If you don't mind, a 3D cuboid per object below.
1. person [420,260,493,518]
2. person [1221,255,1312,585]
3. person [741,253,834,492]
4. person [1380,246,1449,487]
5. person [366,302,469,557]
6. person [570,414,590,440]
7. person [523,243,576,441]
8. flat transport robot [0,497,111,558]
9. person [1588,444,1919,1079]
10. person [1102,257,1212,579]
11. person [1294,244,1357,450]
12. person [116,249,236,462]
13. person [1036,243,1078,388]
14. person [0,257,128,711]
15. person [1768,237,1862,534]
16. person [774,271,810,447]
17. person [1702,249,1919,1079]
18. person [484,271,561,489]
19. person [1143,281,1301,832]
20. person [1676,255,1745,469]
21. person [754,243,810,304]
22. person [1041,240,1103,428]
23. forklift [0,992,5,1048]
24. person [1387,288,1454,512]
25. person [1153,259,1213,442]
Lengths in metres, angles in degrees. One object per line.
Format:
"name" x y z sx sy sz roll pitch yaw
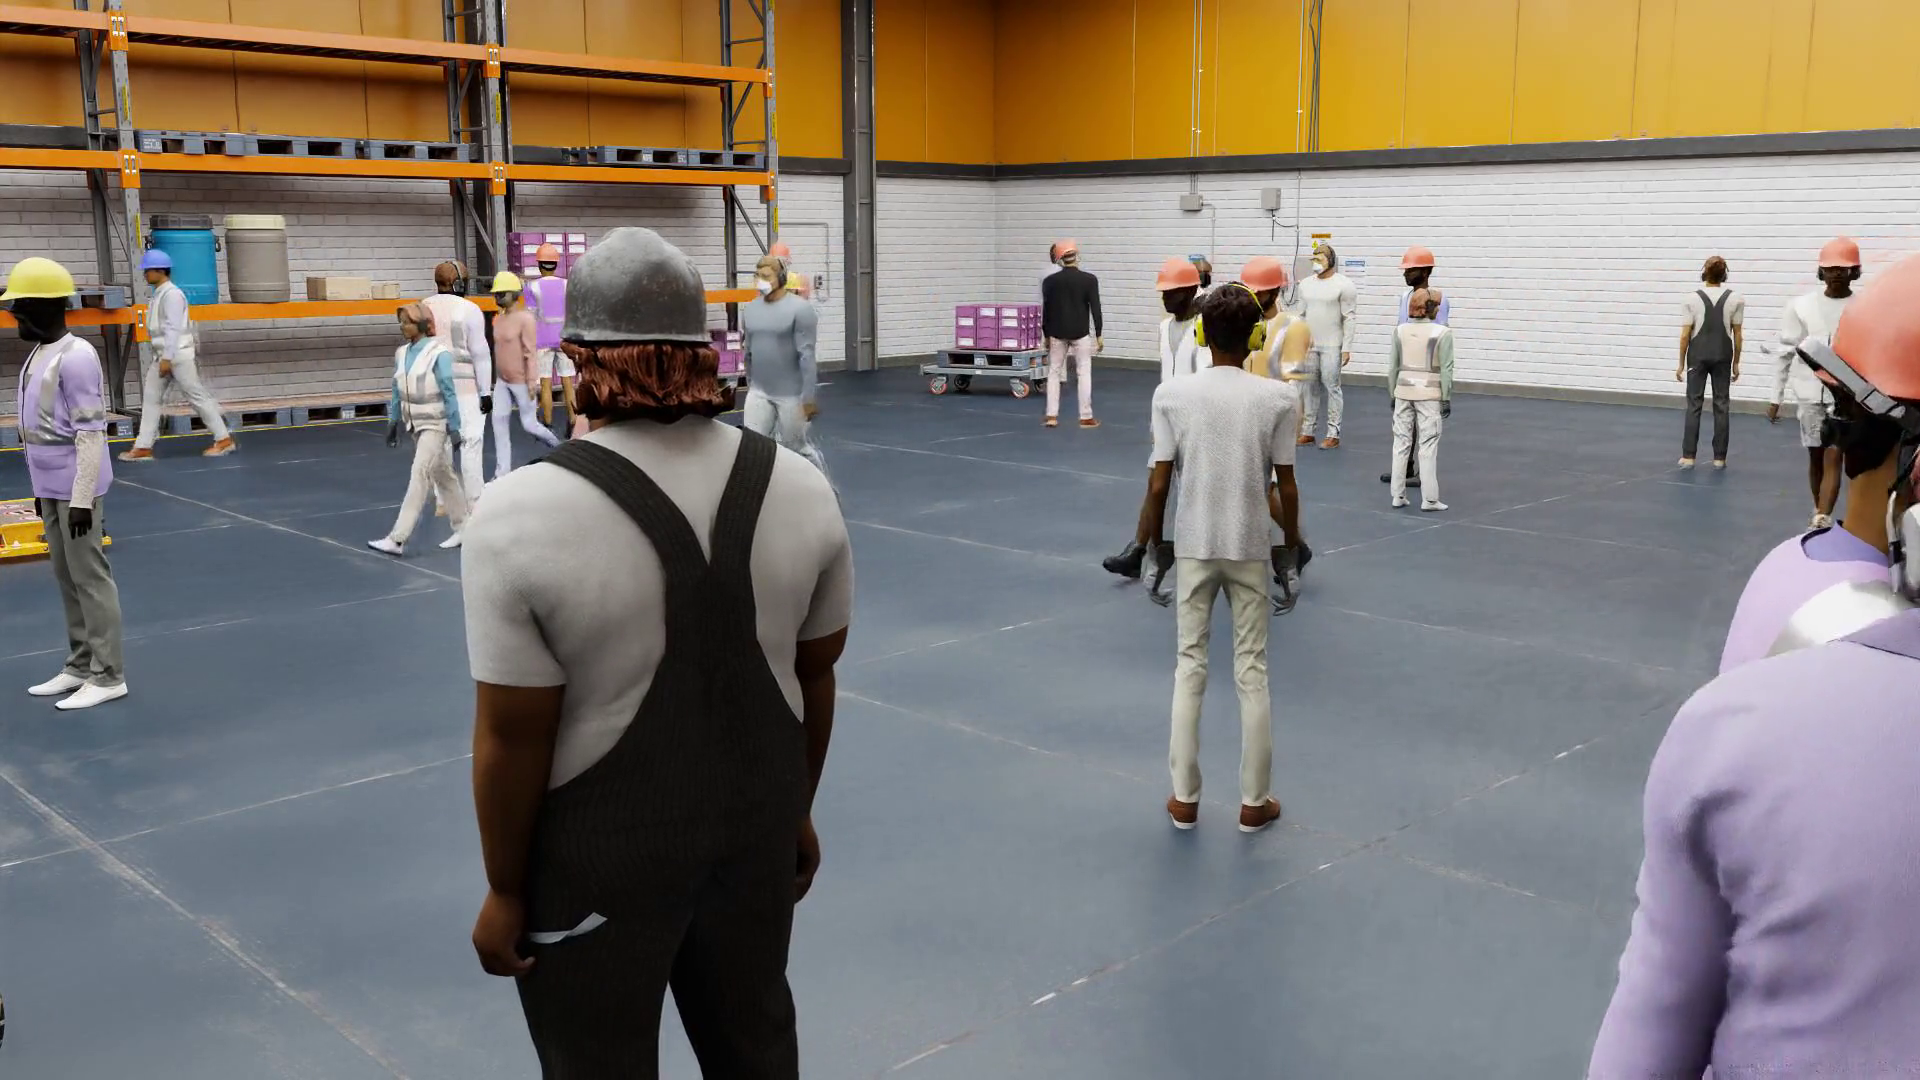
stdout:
"person" -3.604 -1.073 11.938 0.628 1.843 0.429 4 11 23
"person" 1.766 -0.656 9.466 0.535 1.913 0.562 -7 12 -34
"person" -1.221 -1.026 11.517 0.637 1.909 0.916 6 12 29
"person" 3.671 -1.395 13.432 0.367 1.935 0.552 -4 11 -23
"person" -3.456 -0.695 10.529 0.536 1.589 0.856 9 14 40
"person" -3.083 -1.603 14.795 0.989 1.857 0.663 -7 12 -33
"person" -4.025 -1.939 16.392 0.542 1.939 0.362 -6 12 -30
"flat transport robot" -6.170 -0.100 10.916 0.652 0.197 1.431 -10 15 -44
"person" 1.027 0.783 1.724 0.767 1.873 0.487 6 12 30
"person" 1.272 -0.686 9.698 0.969 1.884 0.558 -8 13 -39
"person" 3.444 -1.830 15.800 0.354 1.938 0.635 -10 14 -44
"person" -7.101 -1.668 15.028 0.610 1.903 0.993 10 15 44
"person" 1.275 -2.986 22.166 0.670 1.913 0.697 -7 13 -35
"person" -3.853 -0.238 7.152 0.588 1.927 0.366 10 14 44
"person" 5.546 -0.926 10.690 0.634 1.997 1.020 9 13 39
"person" -1.399 -1.290 13.393 0.379 1.731 0.503 -2 11 -11
"person" 1.155 0.677 1.925 0.758 2.017 0.613 5 11 24
"person" -3.537 -1.299 13.438 0.530 1.737 0.757 8 13 36
"person" 0.892 0.066 5.657 0.534 1.868 0.309 2 11 12
"person" 6.500 -1.534 14.438 0.506 1.847 0.346 3 11 18
"person" -1.951 -2.238 18.034 0.648 1.936 1.047 3 11 13
"person" 1.172 -2.145 17.485 0.682 1.963 0.458 3 11 16
"forklift" -3.245 0.323 3.363 2.313 2.155 1.214 2 11 13
"person" 3.382 -1.027 12.249 0.314 1.636 0.515 -10 14 -43
"person" 2.313 -1.831 16.213 0.952 1.791 0.649 -3 11 -17
